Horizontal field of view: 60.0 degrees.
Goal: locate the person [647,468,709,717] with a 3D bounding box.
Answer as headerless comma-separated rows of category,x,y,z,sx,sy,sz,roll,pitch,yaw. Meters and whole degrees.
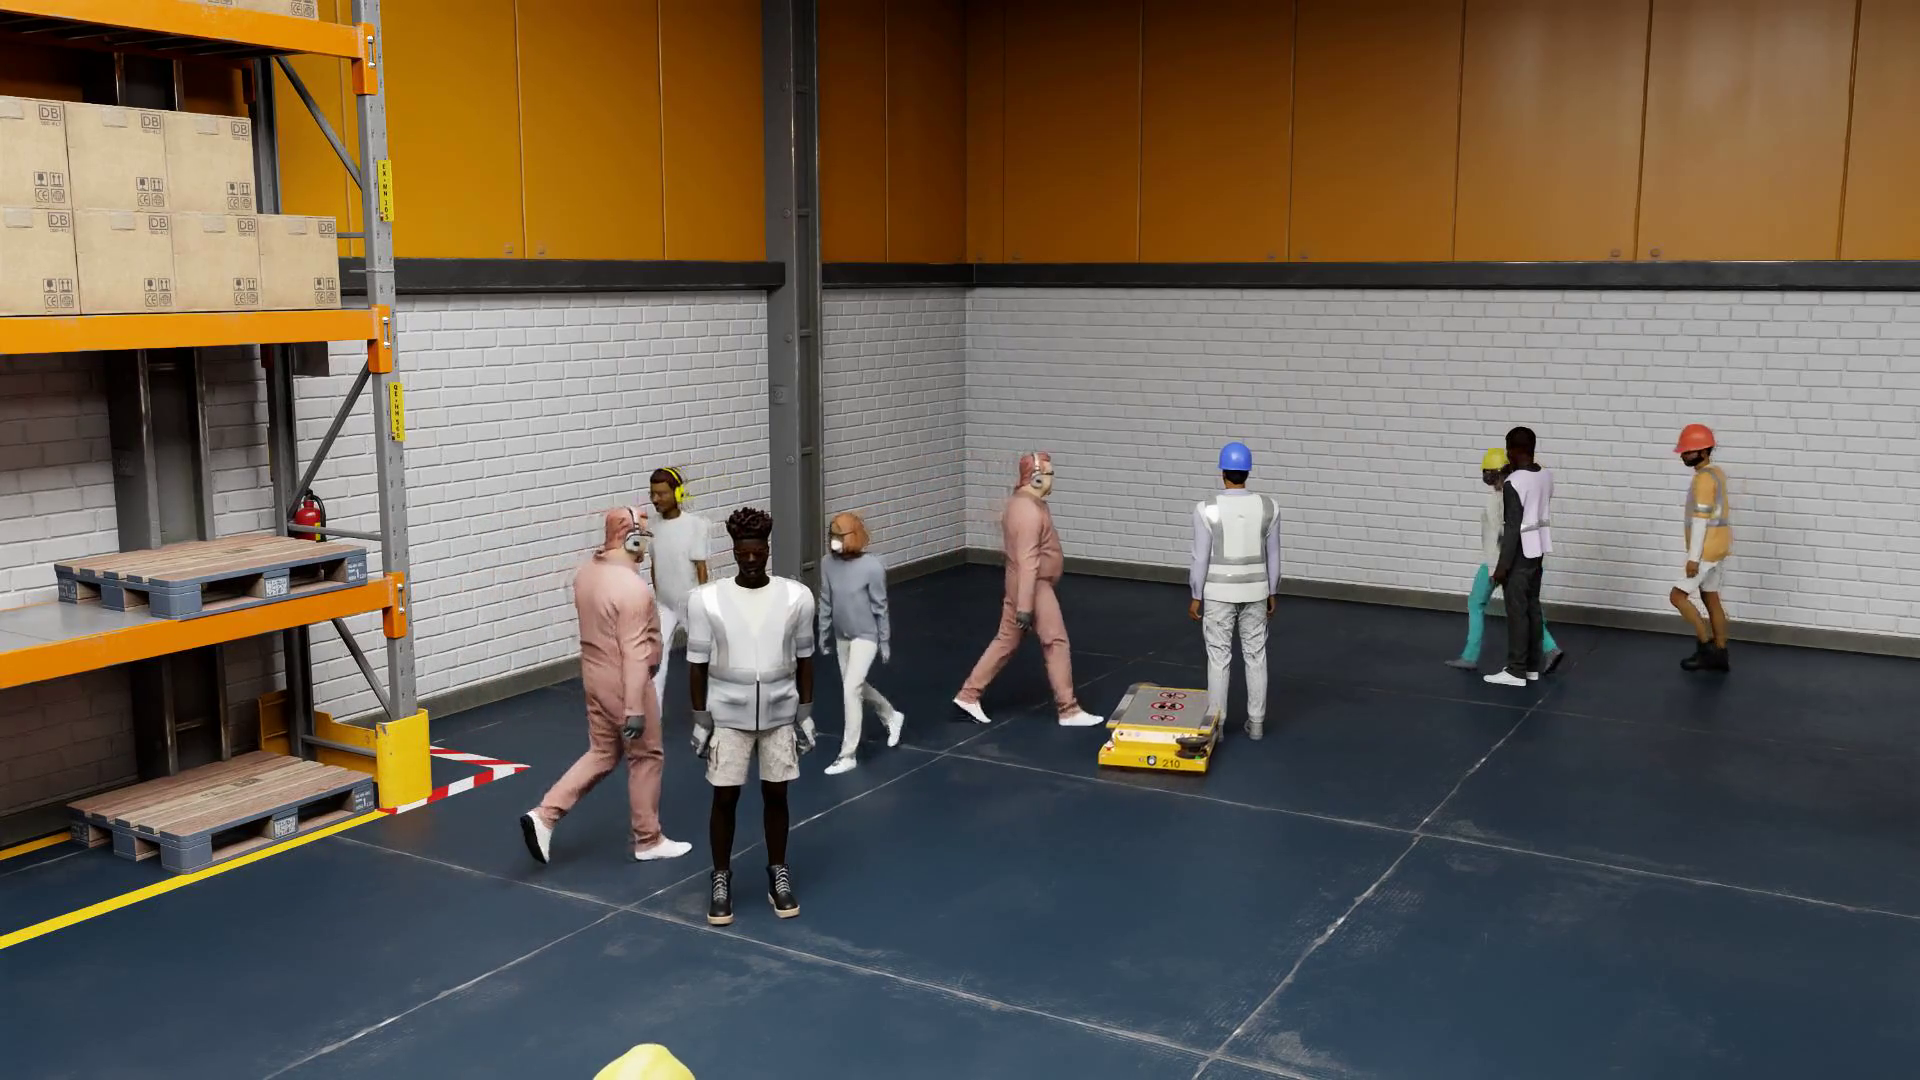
person,-1.782,0.435,10.632,0.519,1.819,0.975,3,10,18

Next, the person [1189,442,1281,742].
person,1.777,0.341,10.778,0.603,1.949,0.389,-1,9,-8

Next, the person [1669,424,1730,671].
person,5.615,0.078,12.567,0.528,1.904,0.608,5,10,29

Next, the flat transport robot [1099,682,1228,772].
flat transport robot,1.336,1.184,10.734,0.652,0.197,1.431,2,9,14

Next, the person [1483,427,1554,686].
person,4.147,0.121,12.262,0.392,1.914,0.587,9,13,43

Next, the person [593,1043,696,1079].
person,-0.521,1.709,2.815,0.532,1.765,0.330,1,9,8

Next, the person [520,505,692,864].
person,-1.789,0.761,8.384,0.808,1.876,0.684,-7,11,-37

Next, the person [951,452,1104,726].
person,0.423,0.337,11.100,0.979,1.870,0.645,-2,9,-10

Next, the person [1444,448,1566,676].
person,4.160,0.168,12.563,0.837,1.733,0.533,8,12,41

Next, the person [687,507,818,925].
person,-0.965,0.811,7.790,0.608,1.965,0.369,-2,9,-15

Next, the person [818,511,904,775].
person,-0.597,0.596,10.280,0.525,1.601,0.723,8,12,40
